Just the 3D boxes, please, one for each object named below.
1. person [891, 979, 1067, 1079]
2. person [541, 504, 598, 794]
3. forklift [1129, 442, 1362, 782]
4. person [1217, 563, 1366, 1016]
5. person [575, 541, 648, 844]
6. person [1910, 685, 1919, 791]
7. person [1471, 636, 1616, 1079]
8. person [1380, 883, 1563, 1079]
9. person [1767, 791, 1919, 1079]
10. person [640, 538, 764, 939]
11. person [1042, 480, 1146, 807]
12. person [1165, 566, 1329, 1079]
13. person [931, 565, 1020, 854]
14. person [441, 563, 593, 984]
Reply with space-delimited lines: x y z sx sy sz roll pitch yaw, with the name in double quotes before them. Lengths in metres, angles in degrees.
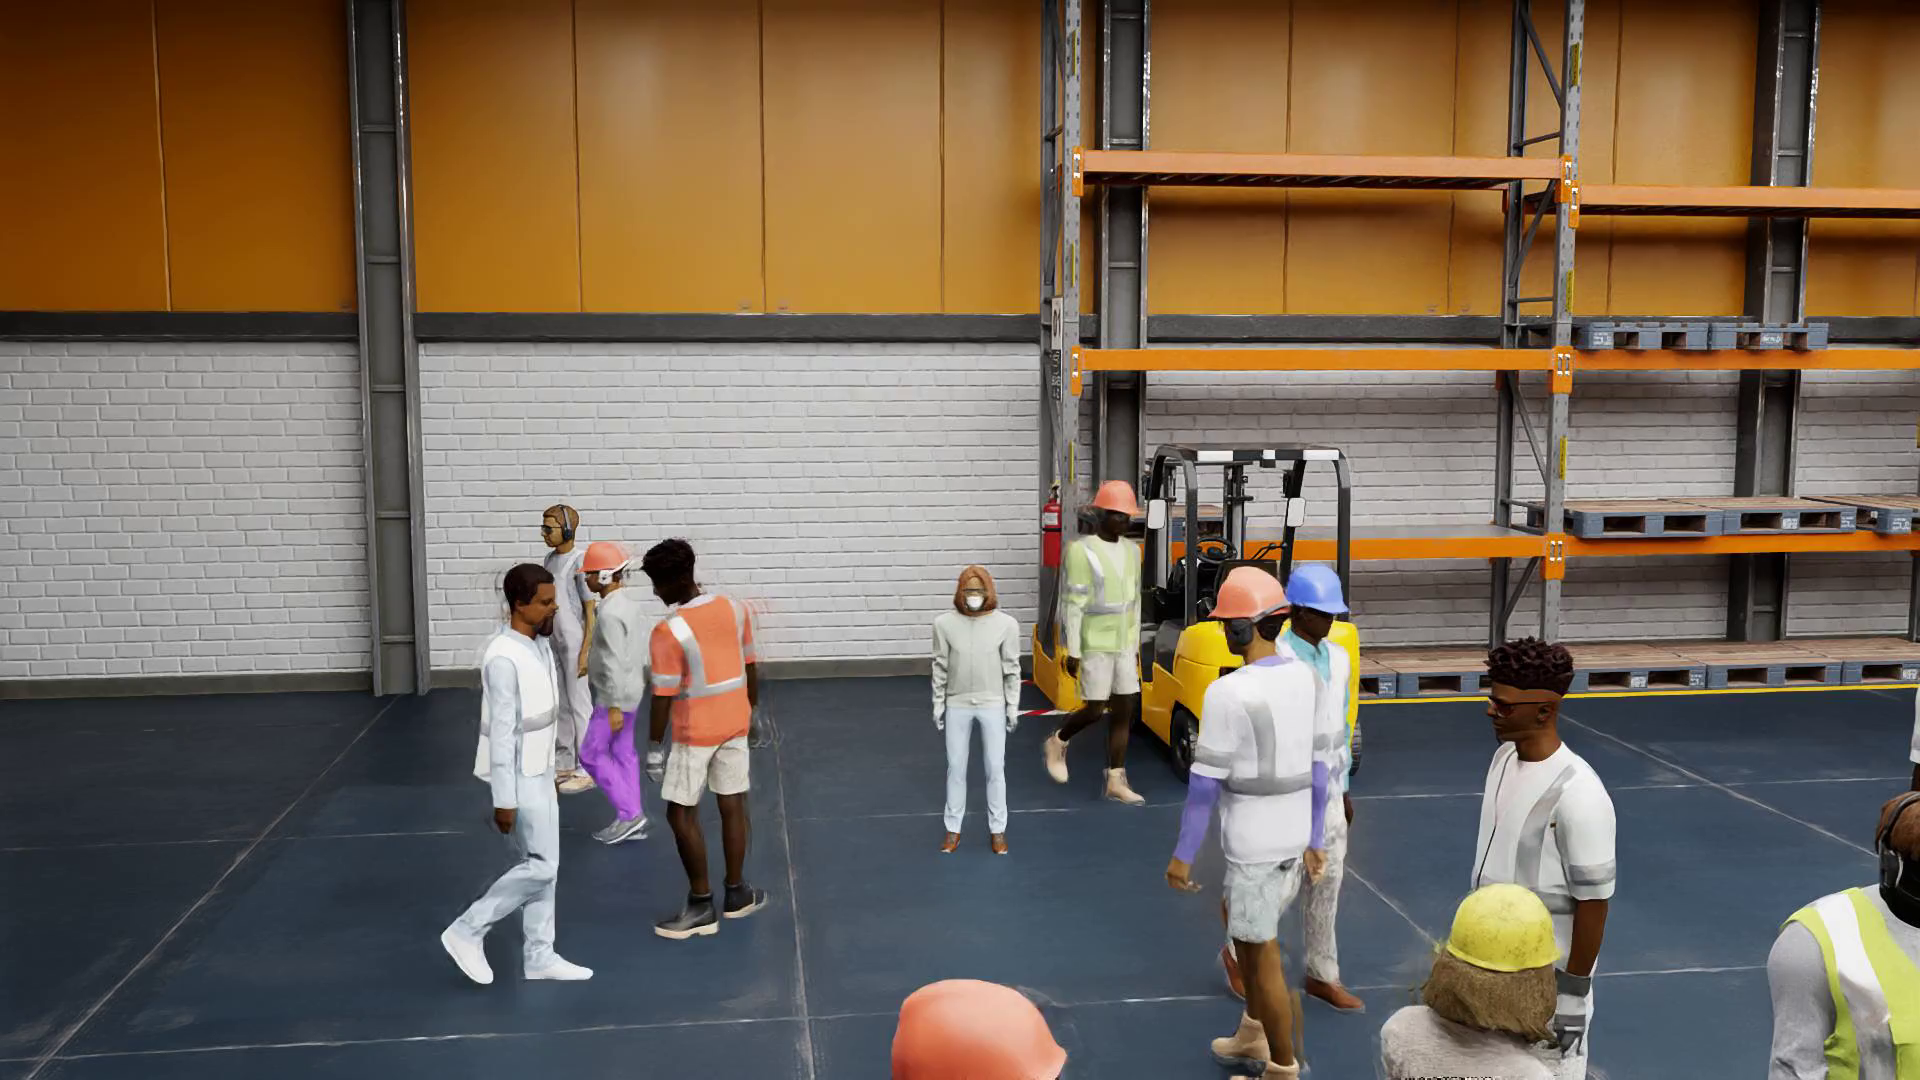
"person" 0.085 1.590 2.545 0.679 1.888 0.591 2 7 19
"person" -2.525 0.688 10.642 0.513 1.844 0.334 6 9 44
"forklift" 1.912 0.418 11.496 1.214 2.155 2.313 -1 7 -8
"person" 1.441 1.049 7.092 0.618 1.941 0.497 -5 8 -36
"person" -1.993 0.872 9.486 0.374 1.732 0.593 -1 7 -5
"person" 3.937 1.121 6.326 0.614 1.964 0.361 1 7 8
"person" 1.743 1.263 5.085 0.361 1.963 0.612 -1 7 -7
"person" 1.039 1.566 3.506 0.781 1.715 0.489 -5 8 -39
"person" 2.154 1.474 3.782 0.621 1.845 0.429 0 7 -2
"person" -1.231 0.938 8.135 0.368 1.927 0.702 6 9 40
"person" 0.873 0.631 10.397 0.644 2.019 0.694 -5 8 -38
"person" 1.060 1.107 6.246 0.709 2.017 0.619 6 9 44
"person" 0.086 0.949 9.323 0.502 1.628 0.274 1 7 5
"person" -1.948 1.041 7.336 0.524 1.904 0.591 0 7 0
